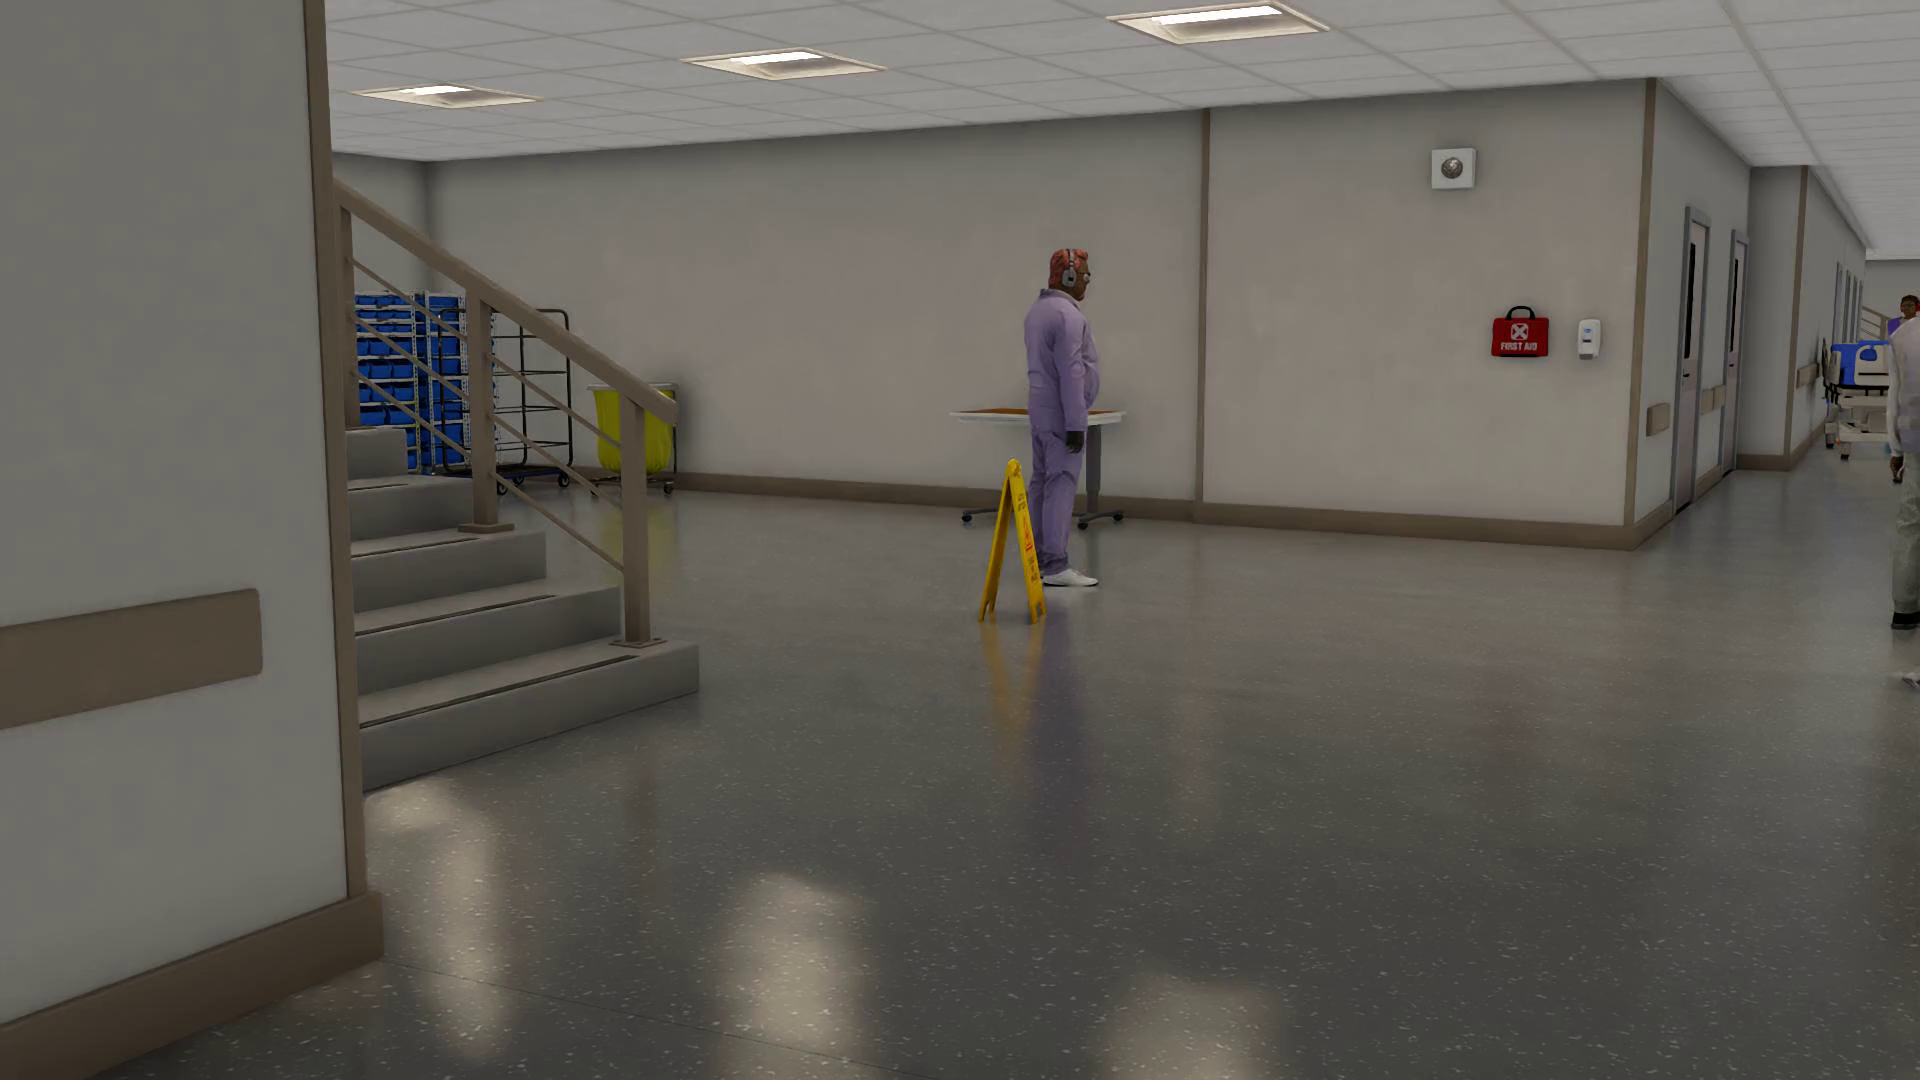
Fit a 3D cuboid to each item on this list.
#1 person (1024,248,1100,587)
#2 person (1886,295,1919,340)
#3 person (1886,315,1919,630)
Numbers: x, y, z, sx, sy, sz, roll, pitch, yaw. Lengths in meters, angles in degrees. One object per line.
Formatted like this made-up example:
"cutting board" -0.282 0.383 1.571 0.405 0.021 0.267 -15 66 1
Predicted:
"person" 0.589 -0.687 9.395 0.404 1.900 0.643 -2 8 -16
"person" 12.140 -2.211 21.312 0.570 1.843 0.373 7 10 44
"person" 4.662 -0.447 7.841 0.403 1.824 0.591 -3 8 -25
